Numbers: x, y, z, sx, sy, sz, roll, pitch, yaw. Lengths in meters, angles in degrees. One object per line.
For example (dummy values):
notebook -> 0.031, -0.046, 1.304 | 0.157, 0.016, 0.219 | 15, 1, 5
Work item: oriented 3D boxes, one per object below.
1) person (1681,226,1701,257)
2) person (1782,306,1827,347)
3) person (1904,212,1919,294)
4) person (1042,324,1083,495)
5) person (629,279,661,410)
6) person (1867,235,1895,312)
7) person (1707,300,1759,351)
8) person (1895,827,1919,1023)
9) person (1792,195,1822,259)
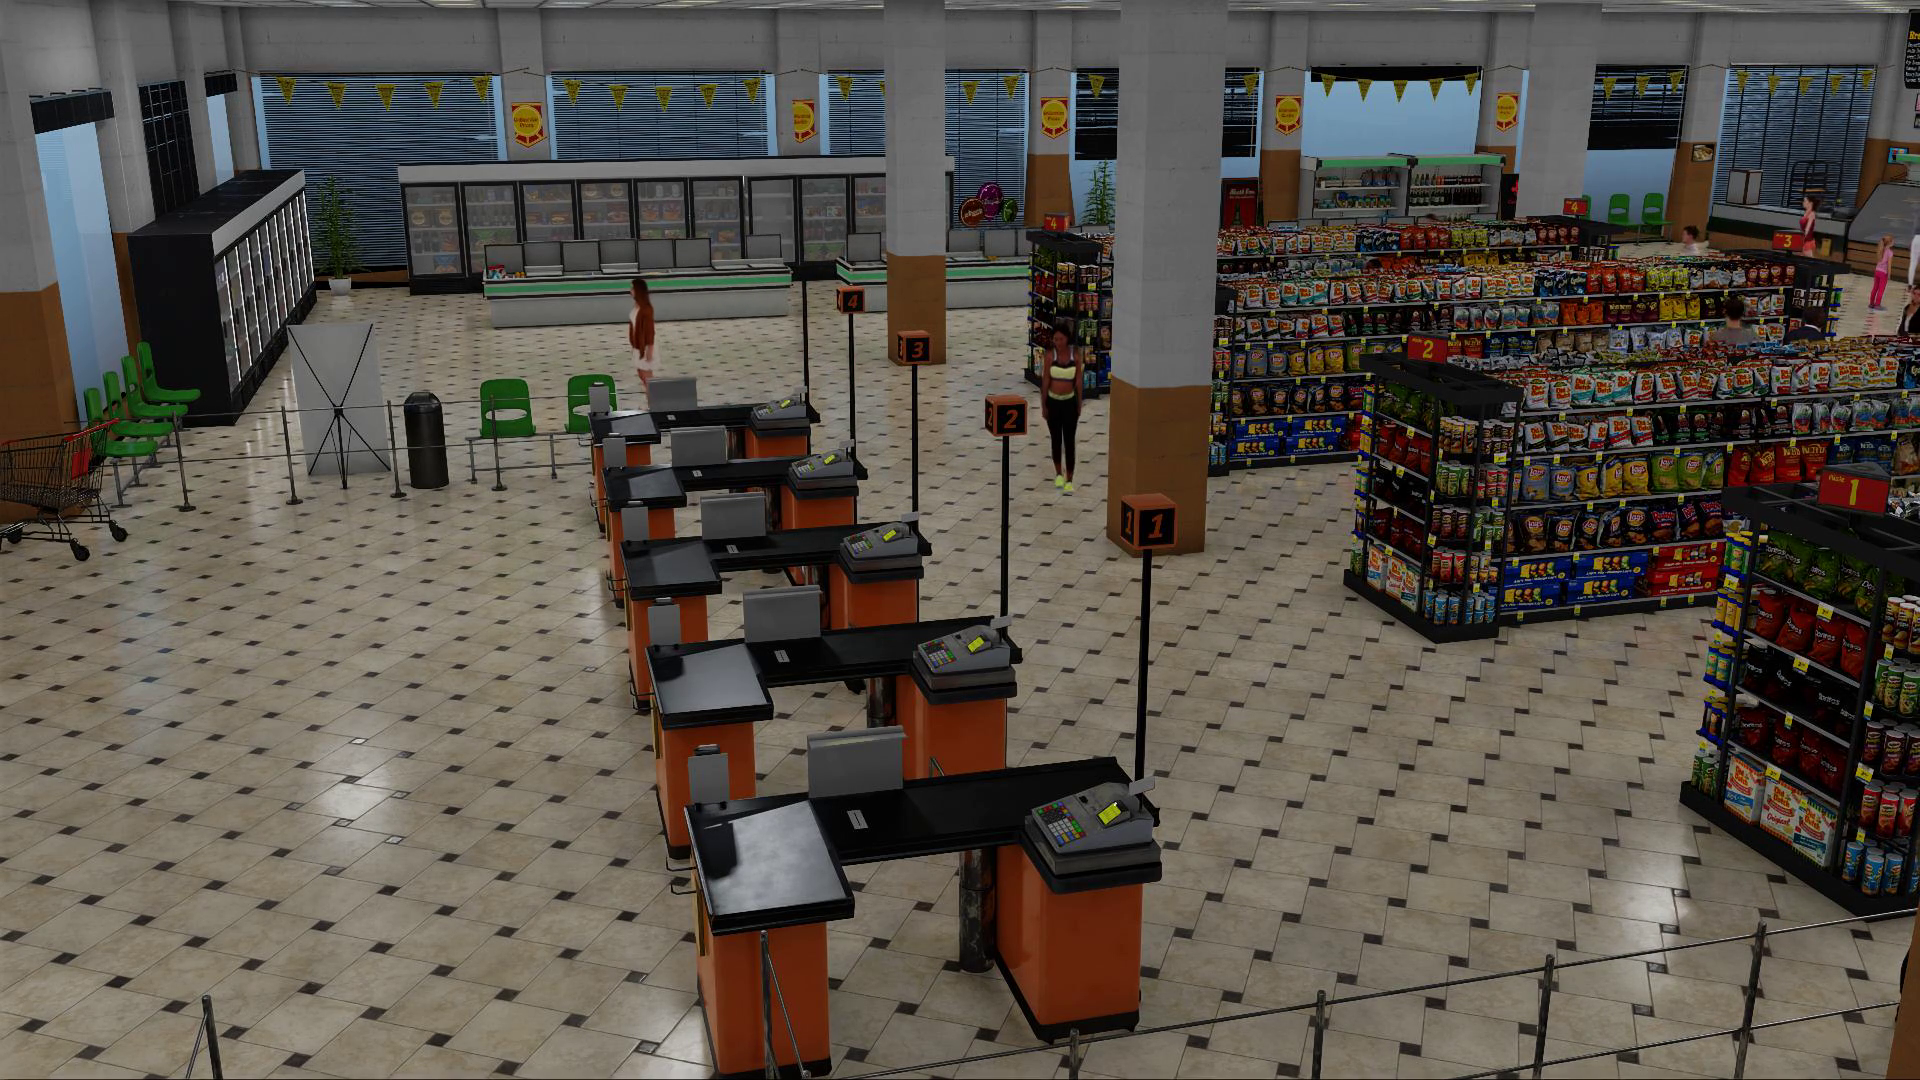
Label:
person -> 10.807, -3.663, 24.517 | 1.297, 1.804, 1.015 | 3, 17, 11
person -> 8.912, -1.576, 17.610 | 0.618, 1.824, 0.704 | -6, 18, -20
person -> 17.554, -5.387, 30.334 | 0.607, 1.724, 0.729 | 4, 17, 14
person -> 1.034, -1.368, 17.095 | 0.953, 1.726, 0.817 | 1, 17, 3
person -> -3.810, -2.349, 20.311 | 0.773, 1.734, 0.711 | -9, 19, -27
person -> 15.764, -4.575, 28.437 | 0.512, 1.272, 0.490 | -3, 17, -9
person -> 8.012, -1.501, 17.326 | 1.286, 1.845, 1.176 | 5, 18, 15
person -> 4.616, 1.600, 7.751 | 0.547, 1.476, 0.693 | -10, 20, -31
person -> 15.520, -5.383, 30.340 | 1.153, 1.712, 0.869 | 3, 17, 10
